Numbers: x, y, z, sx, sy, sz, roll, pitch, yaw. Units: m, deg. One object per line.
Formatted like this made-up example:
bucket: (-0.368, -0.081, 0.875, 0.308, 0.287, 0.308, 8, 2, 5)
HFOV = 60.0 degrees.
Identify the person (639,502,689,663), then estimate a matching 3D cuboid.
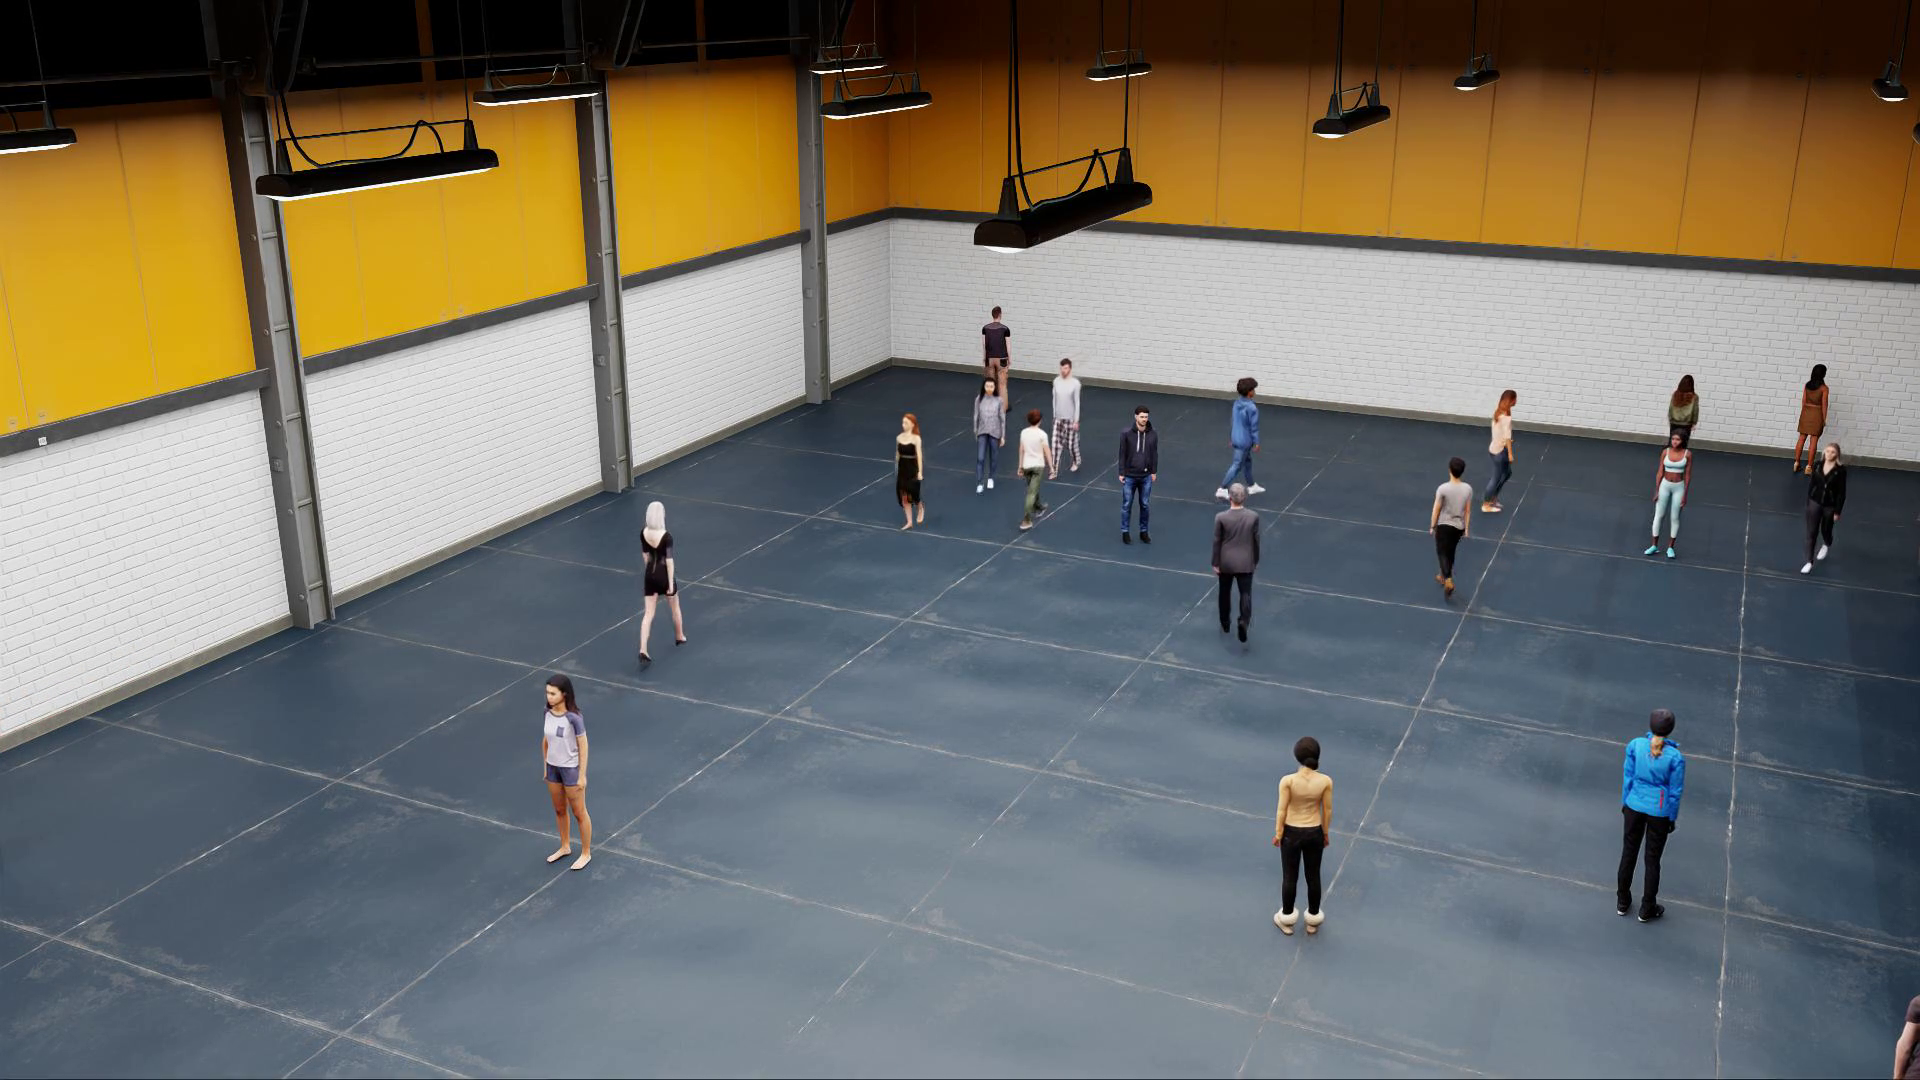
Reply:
person: (-3.346, 0.495, 18.190, 0.682, 1.784, 1.177, 6, 19, 17)

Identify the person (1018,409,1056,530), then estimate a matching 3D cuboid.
person: (0.970, -0.937, 22.709, 0.677, 1.613, 1.107, 11, 22, 30)

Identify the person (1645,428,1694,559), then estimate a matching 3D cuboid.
person: (9.269, -0.623, 21.604, 0.594, 1.724, 0.578, 11, 22, 30)

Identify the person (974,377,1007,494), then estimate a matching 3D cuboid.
person: (0.441, -1.569, 24.442, 0.864, 1.705, 1.072, 1, 19, 3)

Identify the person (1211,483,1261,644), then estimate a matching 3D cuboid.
person: (3.138, 0.270, 18.807, 0.936, 1.816, 1.162, 1, 19, 4)

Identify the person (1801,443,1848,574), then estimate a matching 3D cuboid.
person: (10.995, -0.423, 21.127, 0.833, 1.649, 1.182, 16, 24, 39)

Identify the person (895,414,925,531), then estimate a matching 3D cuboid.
person: (-0.644, -0.944, 22.728, 0.618, 1.613, 0.728, 11, 22, 30)

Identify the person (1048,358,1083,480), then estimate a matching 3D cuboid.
person: (1.642, -1.833, 25.086, 0.665, 1.794, 1.159, 9, 21, 25)

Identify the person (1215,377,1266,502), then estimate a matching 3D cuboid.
person: (4.003, -1.422, 23.890, 1.247, 1.778, 1.147, -8, 20, -22)

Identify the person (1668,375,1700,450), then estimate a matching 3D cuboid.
person: (11.071, -1.808, 25.511, 0.618, 1.476, 0.546, 13, 22, 33)

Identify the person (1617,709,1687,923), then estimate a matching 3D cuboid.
person: (5.463, 2.168, 13.204, 0.634, 1.795, 0.675, -18, 25, -42)

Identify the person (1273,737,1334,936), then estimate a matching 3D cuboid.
person: (2.686, 2.307, 13.007, 0.677, 1.658, 0.684, 0, 19, 0)

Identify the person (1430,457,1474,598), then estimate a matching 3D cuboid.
person: (5.975, -0.140, 20.216, 0.930, 1.694, 1.173, -1, 19, -2)

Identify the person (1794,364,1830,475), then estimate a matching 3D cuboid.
person: (12.957, -1.844, 25.283, 0.684, 1.690, 0.643, -9, 21, -25)

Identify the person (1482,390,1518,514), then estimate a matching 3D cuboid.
person: (7.477, -1.232, 23.330, 0.736, 1.777, 0.640, 2, 19, 7)

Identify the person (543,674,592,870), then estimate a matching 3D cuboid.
person: (-3.319, 1.931, 14.004, 0.594, 1.734, 0.505, 10, 21, 27)

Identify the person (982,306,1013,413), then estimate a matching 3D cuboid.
person: (0.630, -3.157, 28.944, 0.686, 1.842, 0.590, 7, 20, 20)

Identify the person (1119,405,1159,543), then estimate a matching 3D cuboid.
person: (2.366, -0.894, 22.154, 0.758, 1.886, 0.745, -1, 19, -3)
